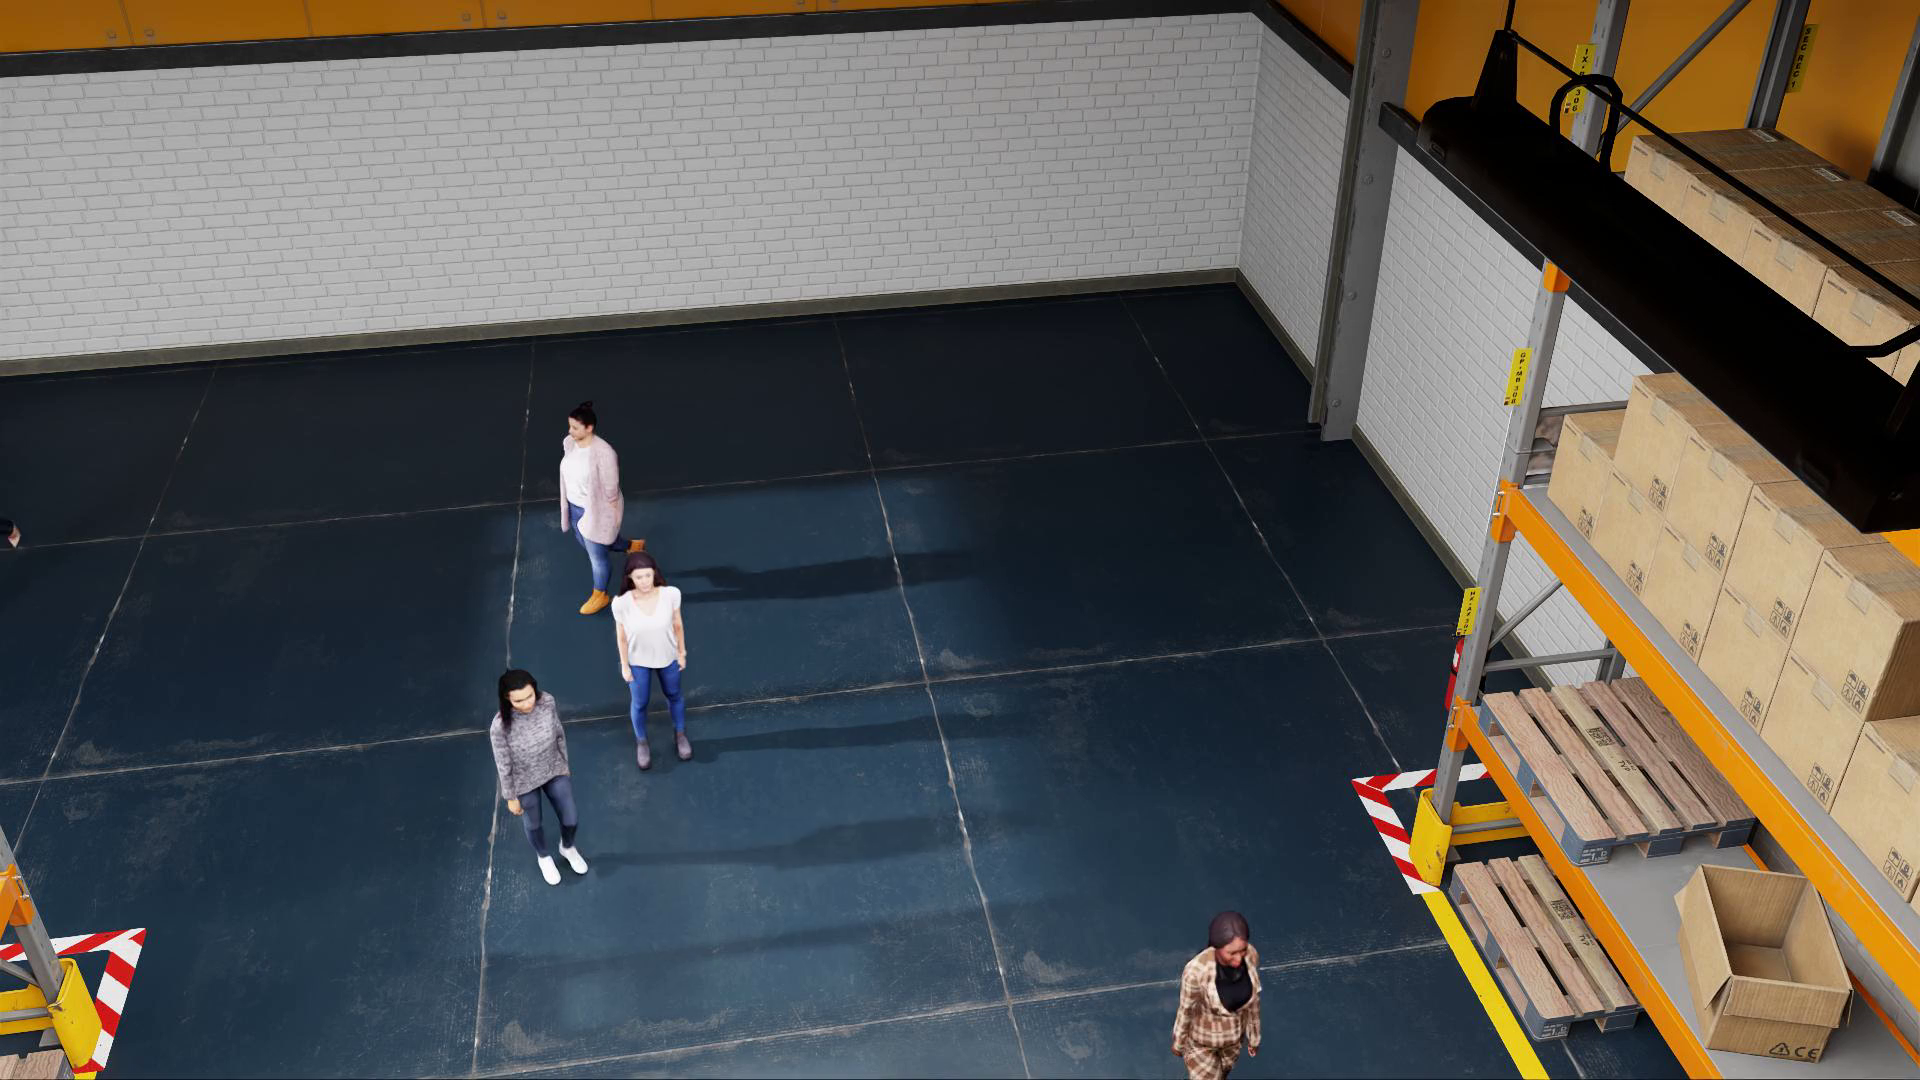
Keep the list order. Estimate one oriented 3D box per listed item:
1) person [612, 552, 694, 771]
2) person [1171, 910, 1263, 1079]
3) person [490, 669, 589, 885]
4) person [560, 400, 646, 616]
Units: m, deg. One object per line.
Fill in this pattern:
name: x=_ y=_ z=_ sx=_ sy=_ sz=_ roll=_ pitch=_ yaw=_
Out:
person: x=-2.011 y=0.775 z=10.872 sx=0.618 sy=1.680 sz=0.572 roll=-9 pitch=35 yaw=-14
person: x=1.217 y=2.437 z=8.278 sx=0.670 sy=1.783 sz=0.712 roll=-18 pitch=38 yaw=-25
person: x=-2.562 y=1.373 z=9.945 sx=0.735 sy=1.709 sz=0.772 roll=-25 pitch=41 yaw=-33
person: x=-2.668 y=-0.287 z=12.426 sx=1.029 sy=1.727 sz=1.054 roll=26 pitch=41 yaw=33
